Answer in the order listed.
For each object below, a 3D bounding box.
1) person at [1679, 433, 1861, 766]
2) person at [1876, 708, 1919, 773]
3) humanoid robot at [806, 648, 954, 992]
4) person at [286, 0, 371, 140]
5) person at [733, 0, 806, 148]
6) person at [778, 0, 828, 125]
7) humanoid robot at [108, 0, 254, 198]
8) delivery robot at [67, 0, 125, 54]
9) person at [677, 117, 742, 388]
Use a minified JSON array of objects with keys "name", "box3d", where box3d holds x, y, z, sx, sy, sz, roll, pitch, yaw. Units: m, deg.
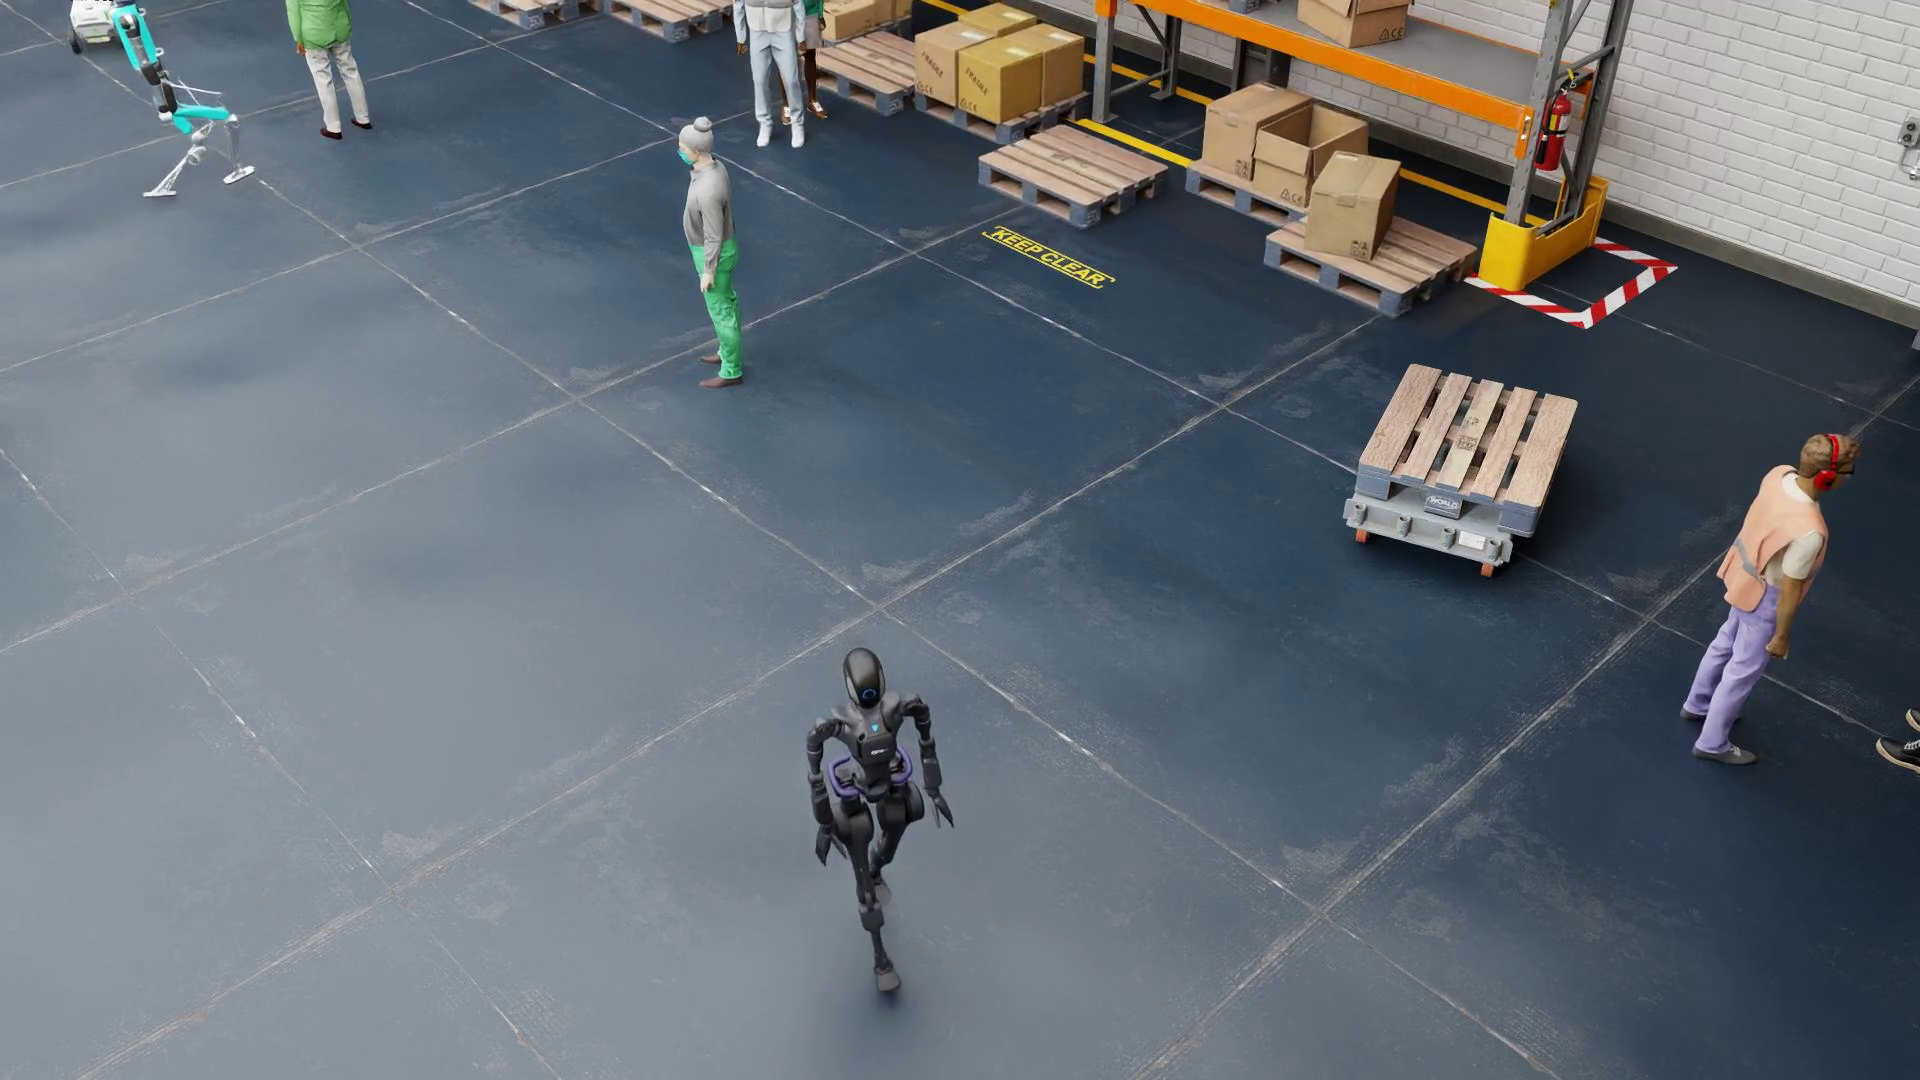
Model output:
[{"name":"person","box3d":[3.784,0.278,7.866,0.380,1.837,0.562,5,37,6]},{"name":"person","box3d":[4.823,0.289,7.750,0.602,1.959,0.371,-25,44,-29]},{"name":"humanoid robot","box3d":[-0.321,1.108,6.934,0.602,1.629,0.773,-13,39,-16]},{"name":"person","box3d":[-5.318,-4.251,13.916,0.389,1.777,0.536,27,45,31]},{"name":"person","box3d":[-1.565,-4.198,13.737,0.595,1.906,0.399,3,37,3]},{"name":"person","box3d":[-1.386,-4.493,14.172,0.493,1.849,0.395,-14,39,-18]},{"name":"humanoid robot","box3d":[-6.044,-3.504,12.987,1.047,1.756,0.557,-17,40,-21]},{"name":"delivery robot","box3d":[-8.281,-5.012,15.930,0.499,0.594,0.769,-12,39,-15]},{"name":"person","box3d":[-1.593,-1.844,10.662,0.340,1.854,0.513,-2,37,-3]}]
